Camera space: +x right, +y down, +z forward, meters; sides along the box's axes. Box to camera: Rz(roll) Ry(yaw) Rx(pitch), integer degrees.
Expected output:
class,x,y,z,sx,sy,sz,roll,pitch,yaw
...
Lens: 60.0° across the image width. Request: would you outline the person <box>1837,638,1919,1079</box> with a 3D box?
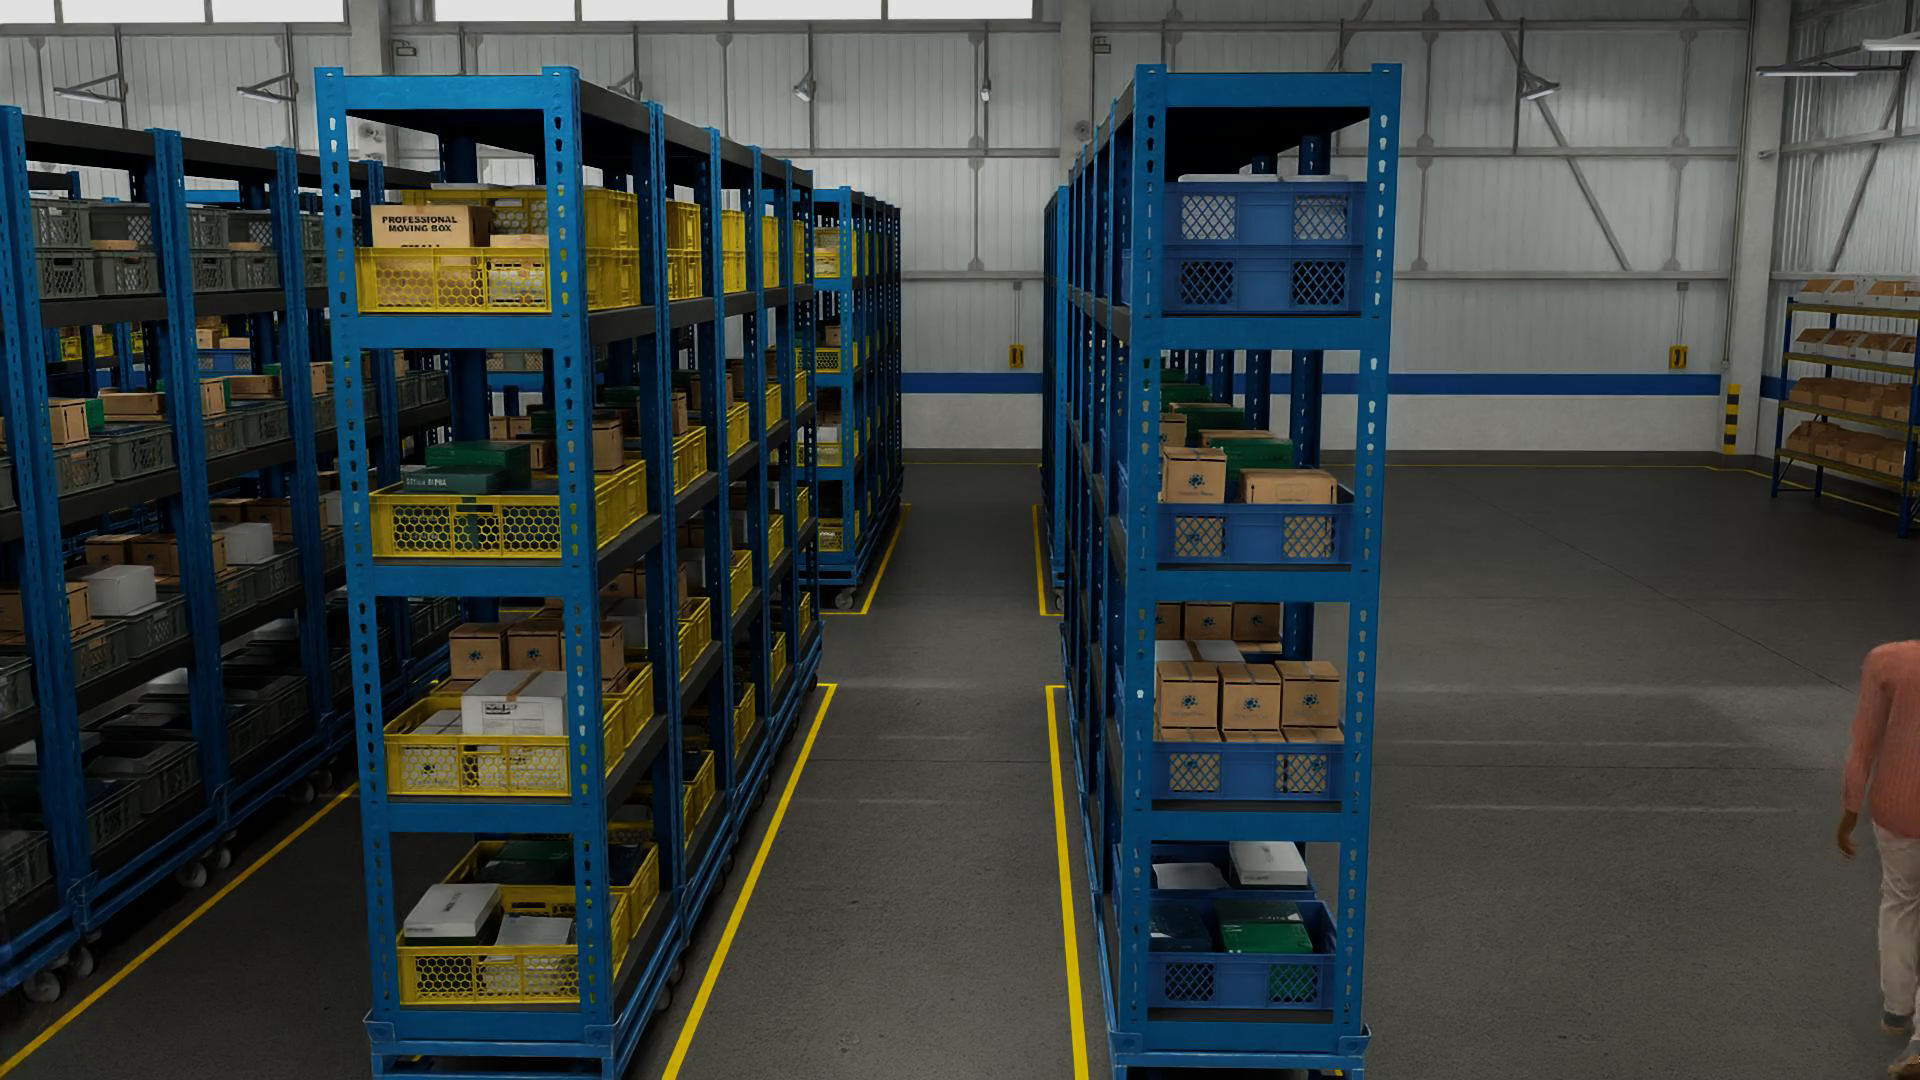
class,x,y,z,sx,sy,sz,roll,pitch,yaw
person,3.612,1.029,6.160,0.637,1.950,0.911,7,12,35
